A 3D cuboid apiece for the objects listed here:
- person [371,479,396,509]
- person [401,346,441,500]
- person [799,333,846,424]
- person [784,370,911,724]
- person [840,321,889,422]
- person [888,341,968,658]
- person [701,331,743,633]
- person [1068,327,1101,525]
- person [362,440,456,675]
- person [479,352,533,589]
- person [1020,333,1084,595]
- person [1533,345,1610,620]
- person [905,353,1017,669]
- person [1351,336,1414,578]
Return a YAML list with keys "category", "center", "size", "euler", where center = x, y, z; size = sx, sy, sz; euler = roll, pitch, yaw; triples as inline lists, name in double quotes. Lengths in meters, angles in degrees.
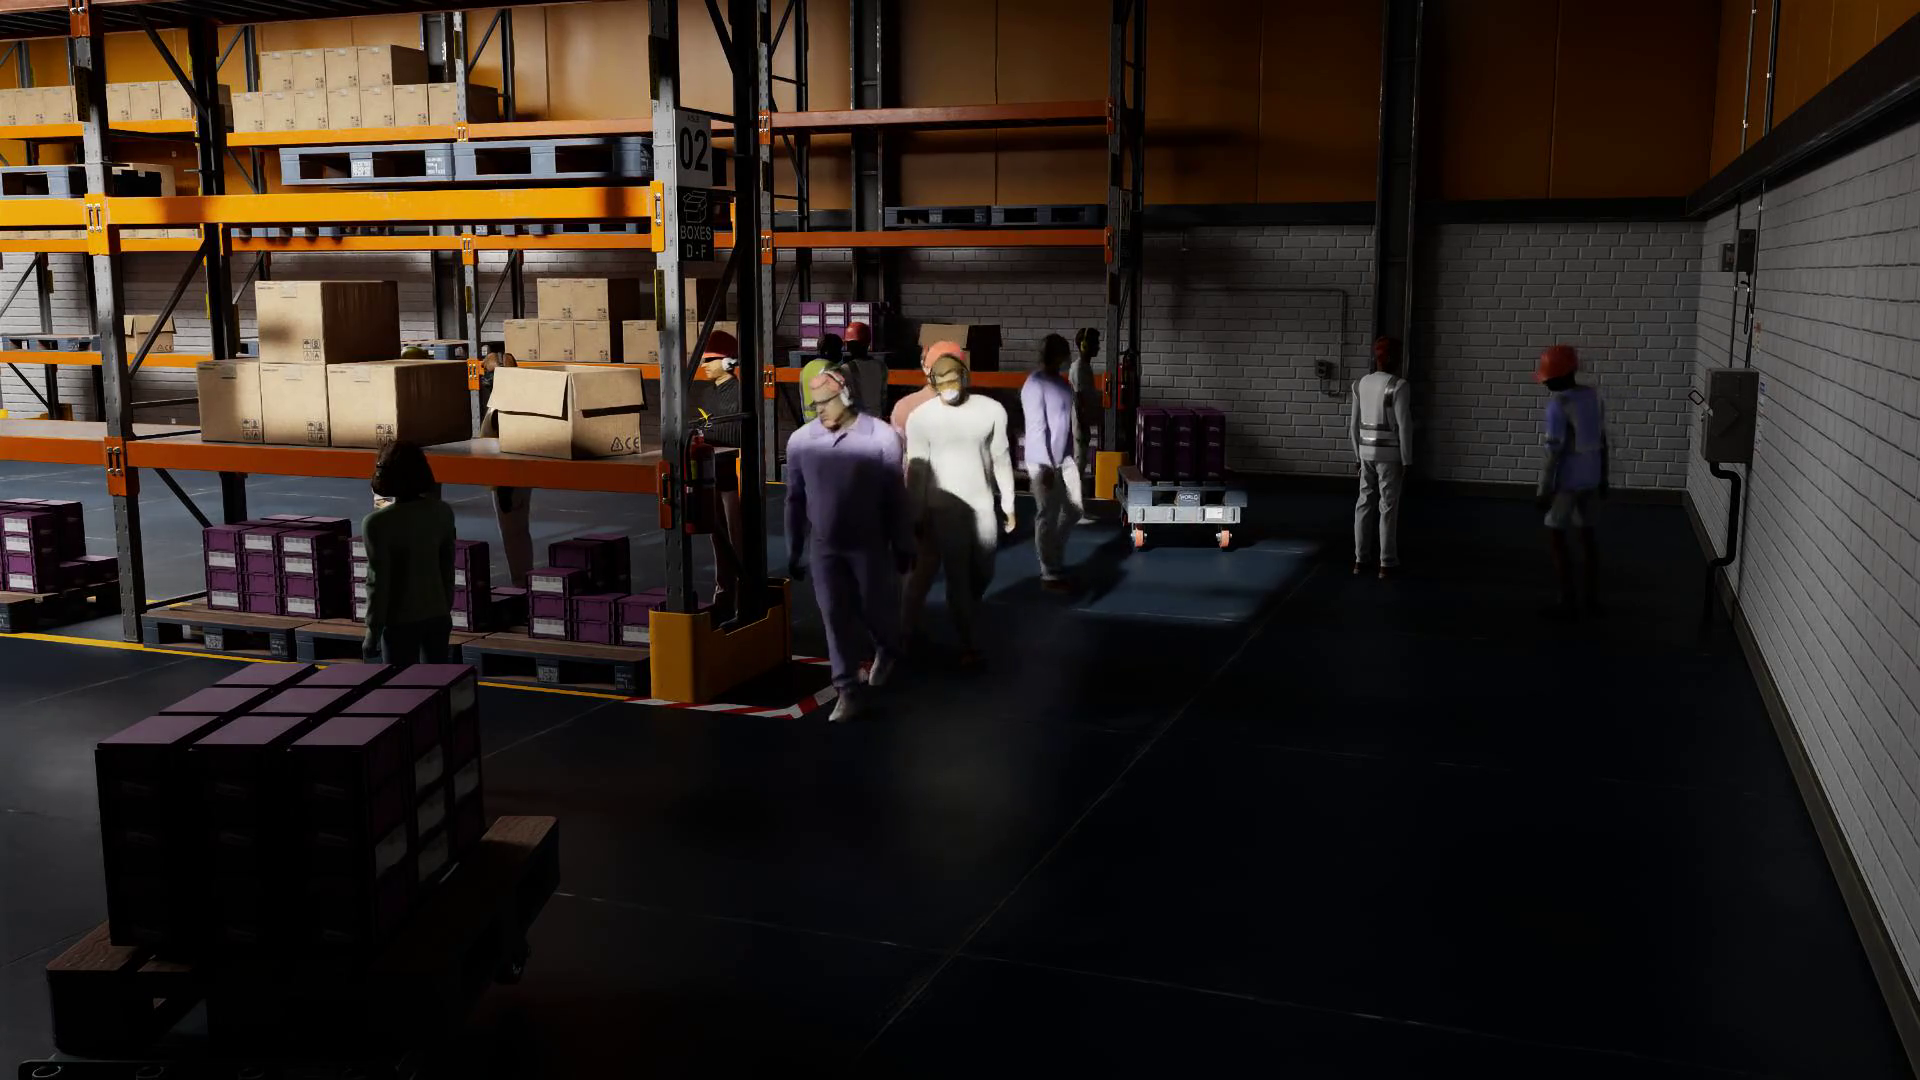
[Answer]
- category: "person"
  center: [-5.787, -1.240, 16.873]
  size: [0.429, 1.844, 0.626]
  euler: [4, 10, 24]
- category: "person"
  center: [-4.047, -0.536, 12.478]
  size: [0.404, 1.829, 0.600]
  euler: [-1, 9, -7]
- category: "person"
  center: [-1.184, -0.953, 15.085]
  size: [0.430, 1.838, 0.619]
  euler: [-7, 11, -37]
- category: "person"
  center: [-0.593, 0.010, 8.970]
  size: [0.683, 1.867, 0.696]
  euler: [2, 9, 10]
- category: "person"
  center: [-0.902, -1.016, 15.156]
  size: [0.543, 1.941, 0.353]
  euler: [-9, 13, -44]
- category: "person"
  center: [-0.207, -0.243, 10.268]
  size: [0.603, 1.954, 0.636]
  euler: [7, 11, 36]
- category: "person"
  center: [-1.555, -0.385, 11.018]
  size: [0.393, 1.991, 0.628]
  euler: [-7, 12, -39]
- category: "person"
  center: [1.174, -1.082, 15.801]
  size: [0.310, 1.864, 0.533]
  euler: [2, 9, 9]
- category: "person"
  center: [-2.444, 0.370, 7.401]
  size: [0.280, 1.636, 0.500]
  euler: [5, 10, 27]
- category: "person"
  center: [-3.144, -0.388, 11.565]
  size: [0.430, 1.836, 0.618]
  euler: [-1, 9, -8]
- category: "person"
  center: [0.700, -0.560, 12.309]
  size: [0.447, 1.934, 0.653]
  euler: [6, 11, 31]
- category: "person"
  center: [4.242, -0.395, 11.461]
  size: [0.705, 1.891, 0.376]
  euler: [-6, 11, -33]
- category: "person"
  center: [0.000, -0.196, 10.132]
  size: [0.681, 1.898, 0.659]
  euler: [-1, 9, -9]
- category: "person"
  center: [3.303, -0.643, 12.988]
  size: [0.355, 1.884, 0.575]
  euler: [-6, 11, -34]
